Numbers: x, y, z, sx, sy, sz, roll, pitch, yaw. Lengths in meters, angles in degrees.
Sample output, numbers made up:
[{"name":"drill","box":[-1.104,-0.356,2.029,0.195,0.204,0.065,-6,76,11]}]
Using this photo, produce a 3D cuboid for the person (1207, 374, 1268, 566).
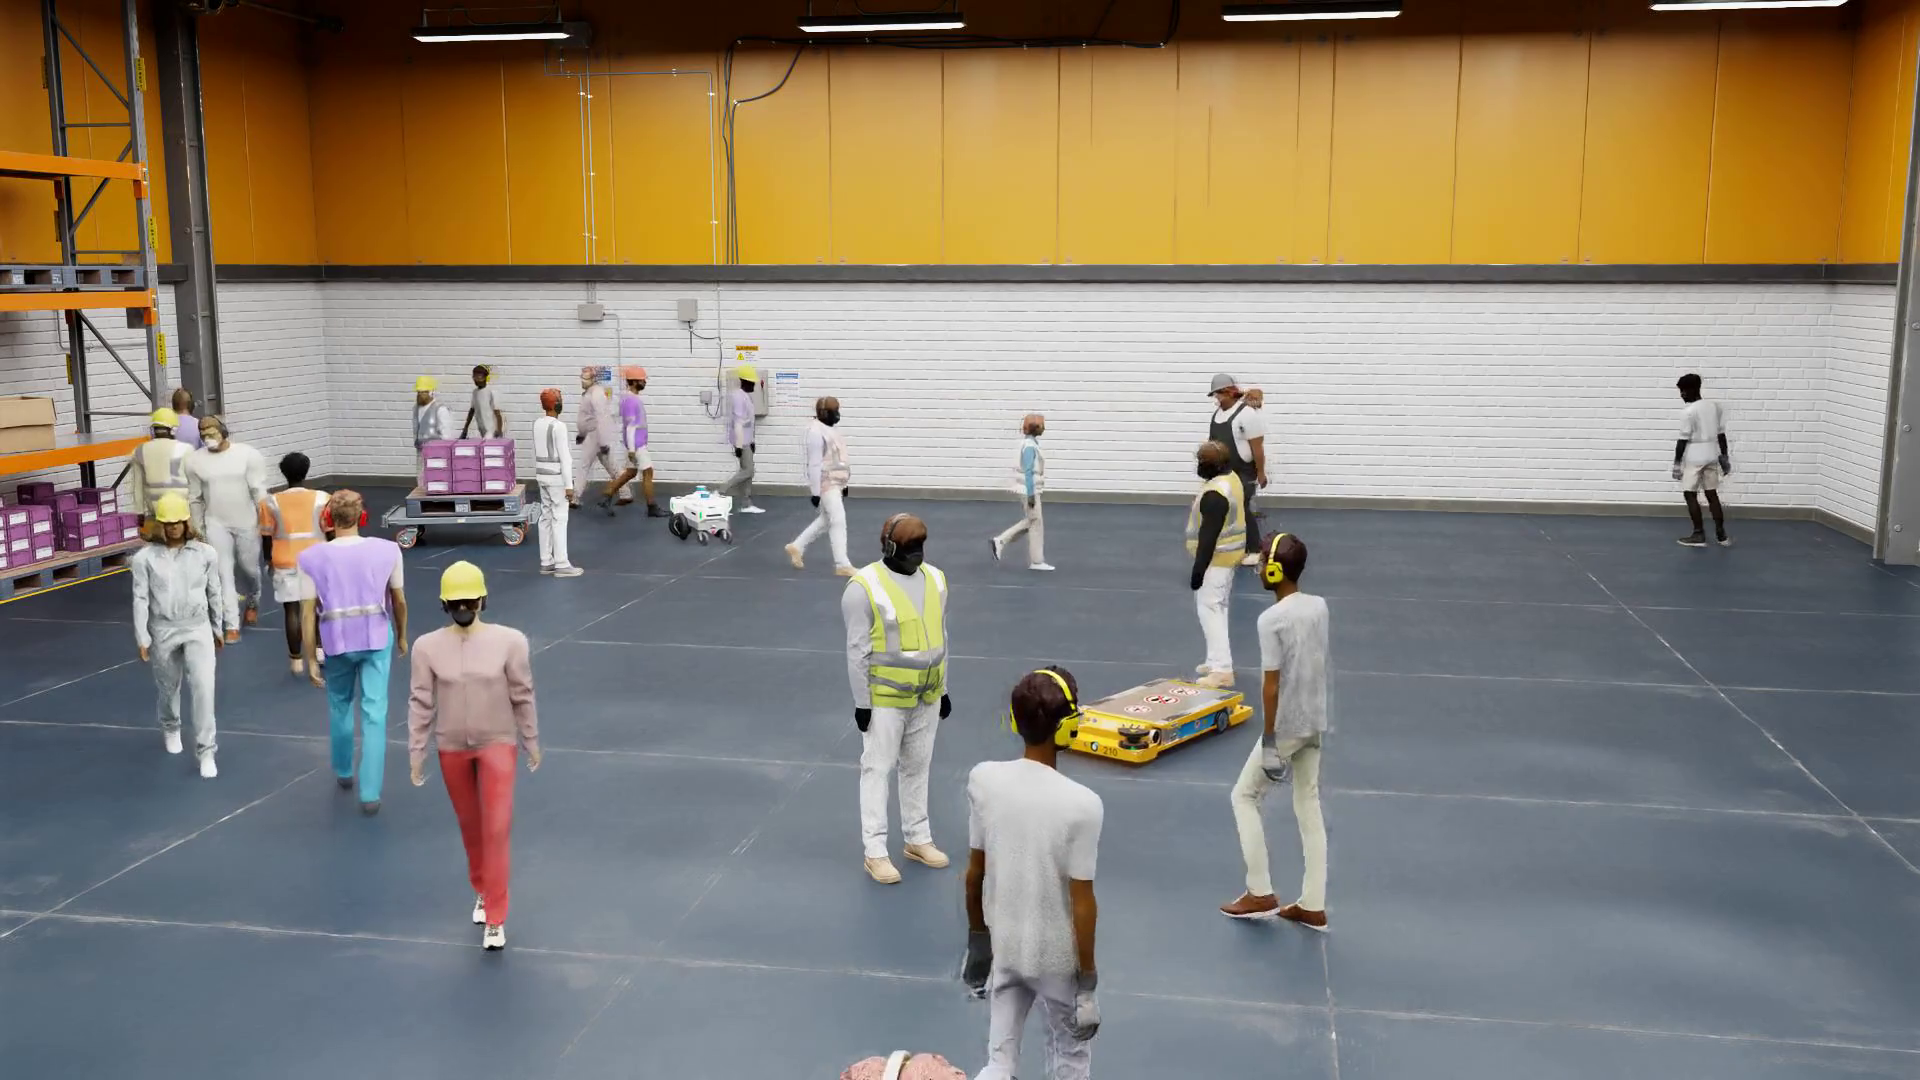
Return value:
[{"name":"person","box":[2.815,-0.755,17.256,0.566,2.000,0.707,-4,10,-23]}]

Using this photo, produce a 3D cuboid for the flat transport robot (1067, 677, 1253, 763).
[{"name":"flat transport robot","box":[1.282,1.155,10.879,0.652,0.197,1.431,7,12,38]}]

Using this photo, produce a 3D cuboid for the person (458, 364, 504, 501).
[{"name":"person","box":[-6.292,-1.368,21.684,0.826,1.830,0.617,-8,12,-41]}]

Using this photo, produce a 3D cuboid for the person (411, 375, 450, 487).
[{"name":"person","box":[-6.341,-1.113,20.217,0.603,1.806,0.786,6,11,31]}]

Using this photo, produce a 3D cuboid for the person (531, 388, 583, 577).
[{"name":"person","box":[-4.041,-0.569,16.604,0.350,1.883,0.595,-9,13,-44]}]

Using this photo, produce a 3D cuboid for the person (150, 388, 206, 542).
[{"name":"person","box":[-7.721,-0.579,16.662,0.653,1.885,1.040,2,9,10]}]

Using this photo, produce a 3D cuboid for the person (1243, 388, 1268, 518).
[{"name":"person","box":[3.542,-1.061,20.466,0.489,1.617,0.501,1,9,5]}]

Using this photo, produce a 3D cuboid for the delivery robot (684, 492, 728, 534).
[{"name":"delivery robot","box":[-2.863,-0.294,18.699,0.477,0.478,0.707,-4,10,-24]}]

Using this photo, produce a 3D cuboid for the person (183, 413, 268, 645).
[{"name":"person","box":[-6.070,-0.131,13.867,0.670,1.893,0.947,-2,9,-14]}]

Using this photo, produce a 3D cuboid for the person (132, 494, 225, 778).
[{"name":"person","box":[-4.803,0.547,10.227,0.495,1.708,0.872,-5,10,-28]}]

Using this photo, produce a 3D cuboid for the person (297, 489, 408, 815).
[{"name":"person","box":[-3.465,0.605,9.536,0.569,1.805,0.906,-3,10,-20]}]

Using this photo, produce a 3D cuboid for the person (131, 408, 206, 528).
[{"name":"person","box":[-7.354,-0.332,15.449,0.582,1.789,0.938,1,9,5]}]

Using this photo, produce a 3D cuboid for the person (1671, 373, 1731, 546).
[{"name":"person","box":[8.229,-0.886,18.431,0.722,1.922,0.472,-4,10,-22]}]

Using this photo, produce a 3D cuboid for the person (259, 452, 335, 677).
[{"name":"person","box":[-4.979,0.176,12.563,0.560,1.672,0.503,-3,10,-19]}]

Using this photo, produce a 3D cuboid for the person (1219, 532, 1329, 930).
[{"name":"person","box":[1.498,0.879,7.735,0.539,1.848,0.618,-7,12,-38]}]

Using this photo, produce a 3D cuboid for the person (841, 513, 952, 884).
[{"name":"person","box":[-0.284,0.777,8.369,0.627,1.843,0.429,-8,12,-41]}]

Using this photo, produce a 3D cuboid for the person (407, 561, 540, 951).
[{"name":"person","box":[-2.210,0.965,7.490,0.554,1.730,0.832,-1,9,-4]}]

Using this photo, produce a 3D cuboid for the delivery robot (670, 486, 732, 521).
[{"name":"delivery robot","box":[-2.994,-0.385,19.264,0.707,0.478,0.477,-1,9,-8]}]

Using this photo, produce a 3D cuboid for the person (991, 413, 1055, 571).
[{"name":"person","box":[0.646,-0.488,16.881,0.605,1.617,0.538,0,9,2]}]

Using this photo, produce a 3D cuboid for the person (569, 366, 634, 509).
[{"name":"person","box":[-4.676,-1.312,21.316,0.998,1.851,0.718,-2,9,-9]}]

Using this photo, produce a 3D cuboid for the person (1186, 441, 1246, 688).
[{"name":"person","box":[1.873,0.170,12.244,0.431,1.815,0.689,4,10,22]}]

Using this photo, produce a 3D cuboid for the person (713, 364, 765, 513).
[{"name":"person","box":[-2.758,-1.254,20.772,0.542,1.899,0.629,-1,9,-5]}]

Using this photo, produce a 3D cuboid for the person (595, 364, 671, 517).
[{"name":"person","box":[-4.062,-1.211,20.510,0.870,1.913,0.549,-2,9,-13]}]

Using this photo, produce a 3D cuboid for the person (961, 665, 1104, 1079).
[{"name":"person","box":[0.186,1.304,5.117,0.524,1.845,0.817,7,12,37]}]

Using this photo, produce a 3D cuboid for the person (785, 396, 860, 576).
[{"name":"person","box":[-1.375,-0.547,16.676,0.801,1.816,0.634,2,9,9]}]

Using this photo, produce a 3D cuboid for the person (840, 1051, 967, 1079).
[{"name":"person","box":[-0.188,1.690,2.610,0.886,1.879,0.654,1,9,4]}]
